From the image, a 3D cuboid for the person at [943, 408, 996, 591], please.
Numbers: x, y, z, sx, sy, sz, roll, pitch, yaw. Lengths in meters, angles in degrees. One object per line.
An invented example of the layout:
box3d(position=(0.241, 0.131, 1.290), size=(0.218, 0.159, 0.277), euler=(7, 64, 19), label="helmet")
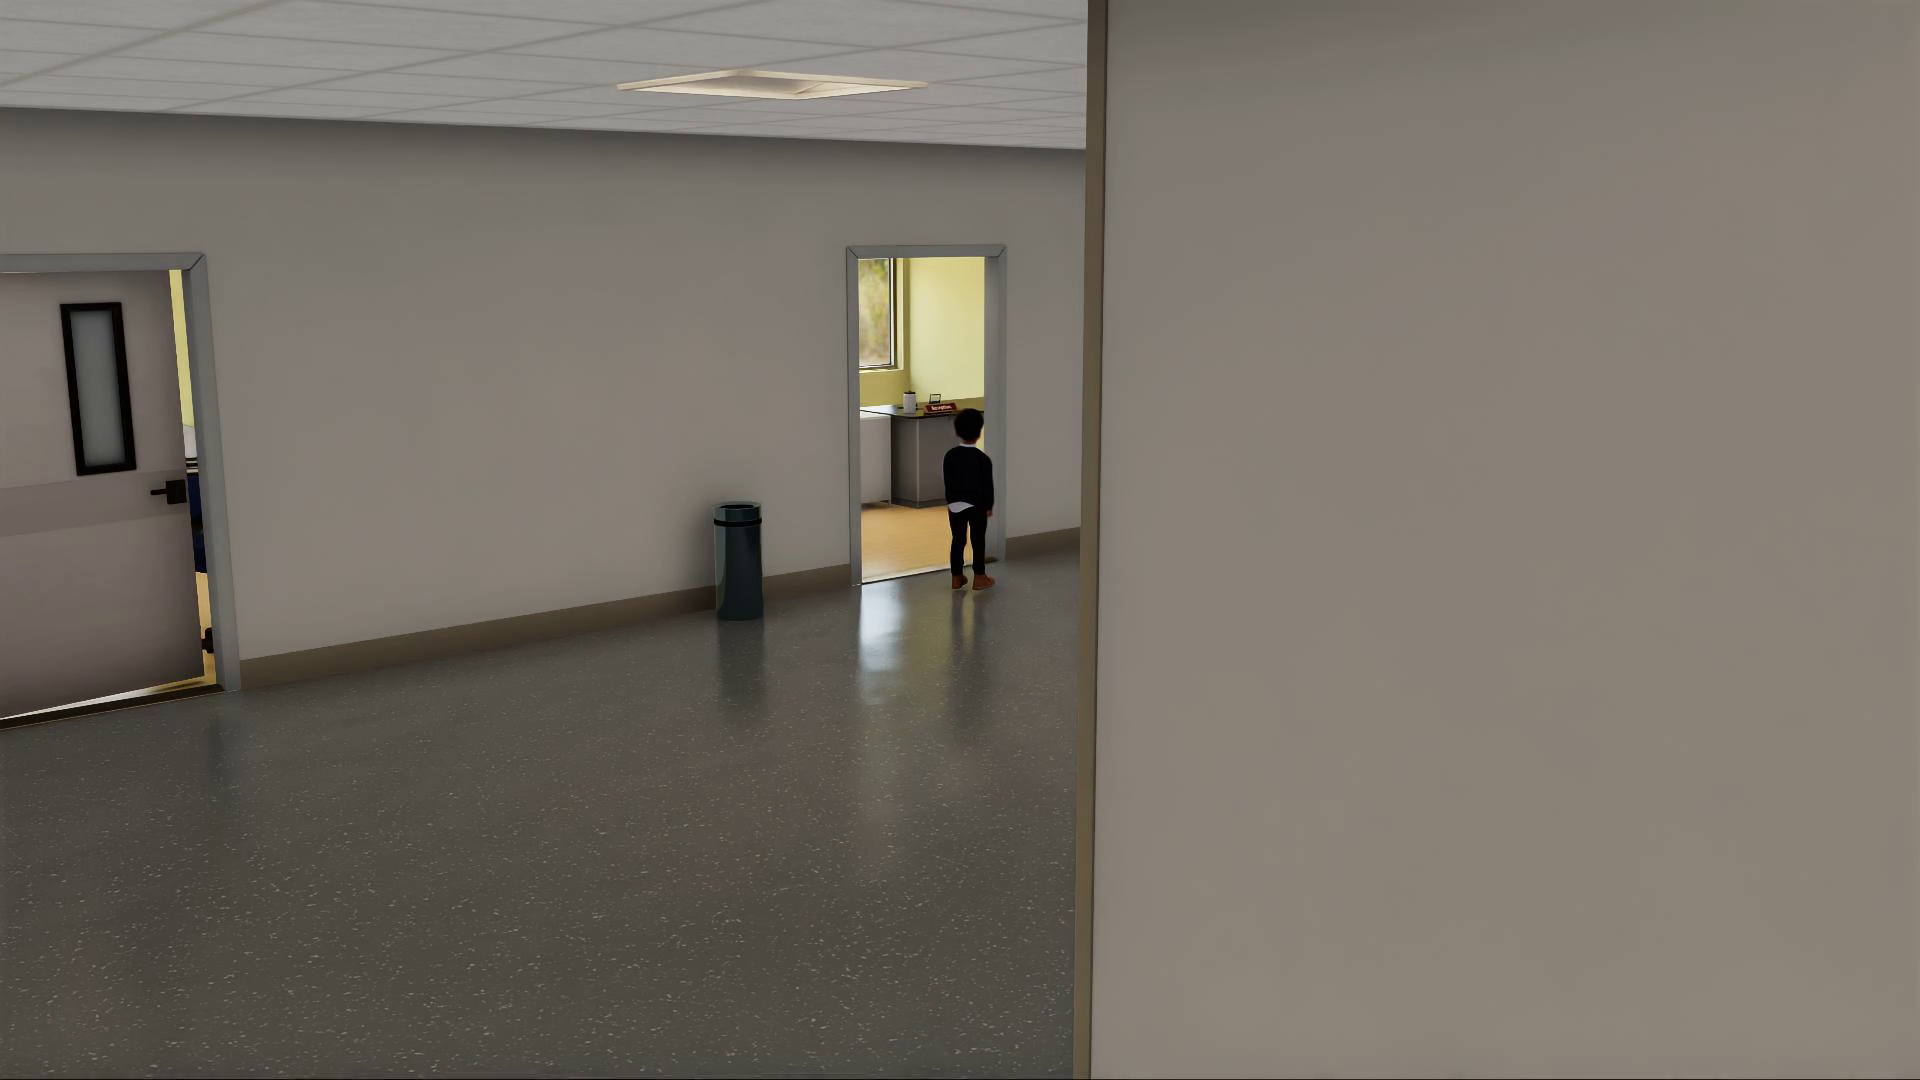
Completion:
box3d(position=(0.056, -0.279, 11.188), size=(0.586, 1.226, 0.619), euler=(5, 12, 24), label="person")
